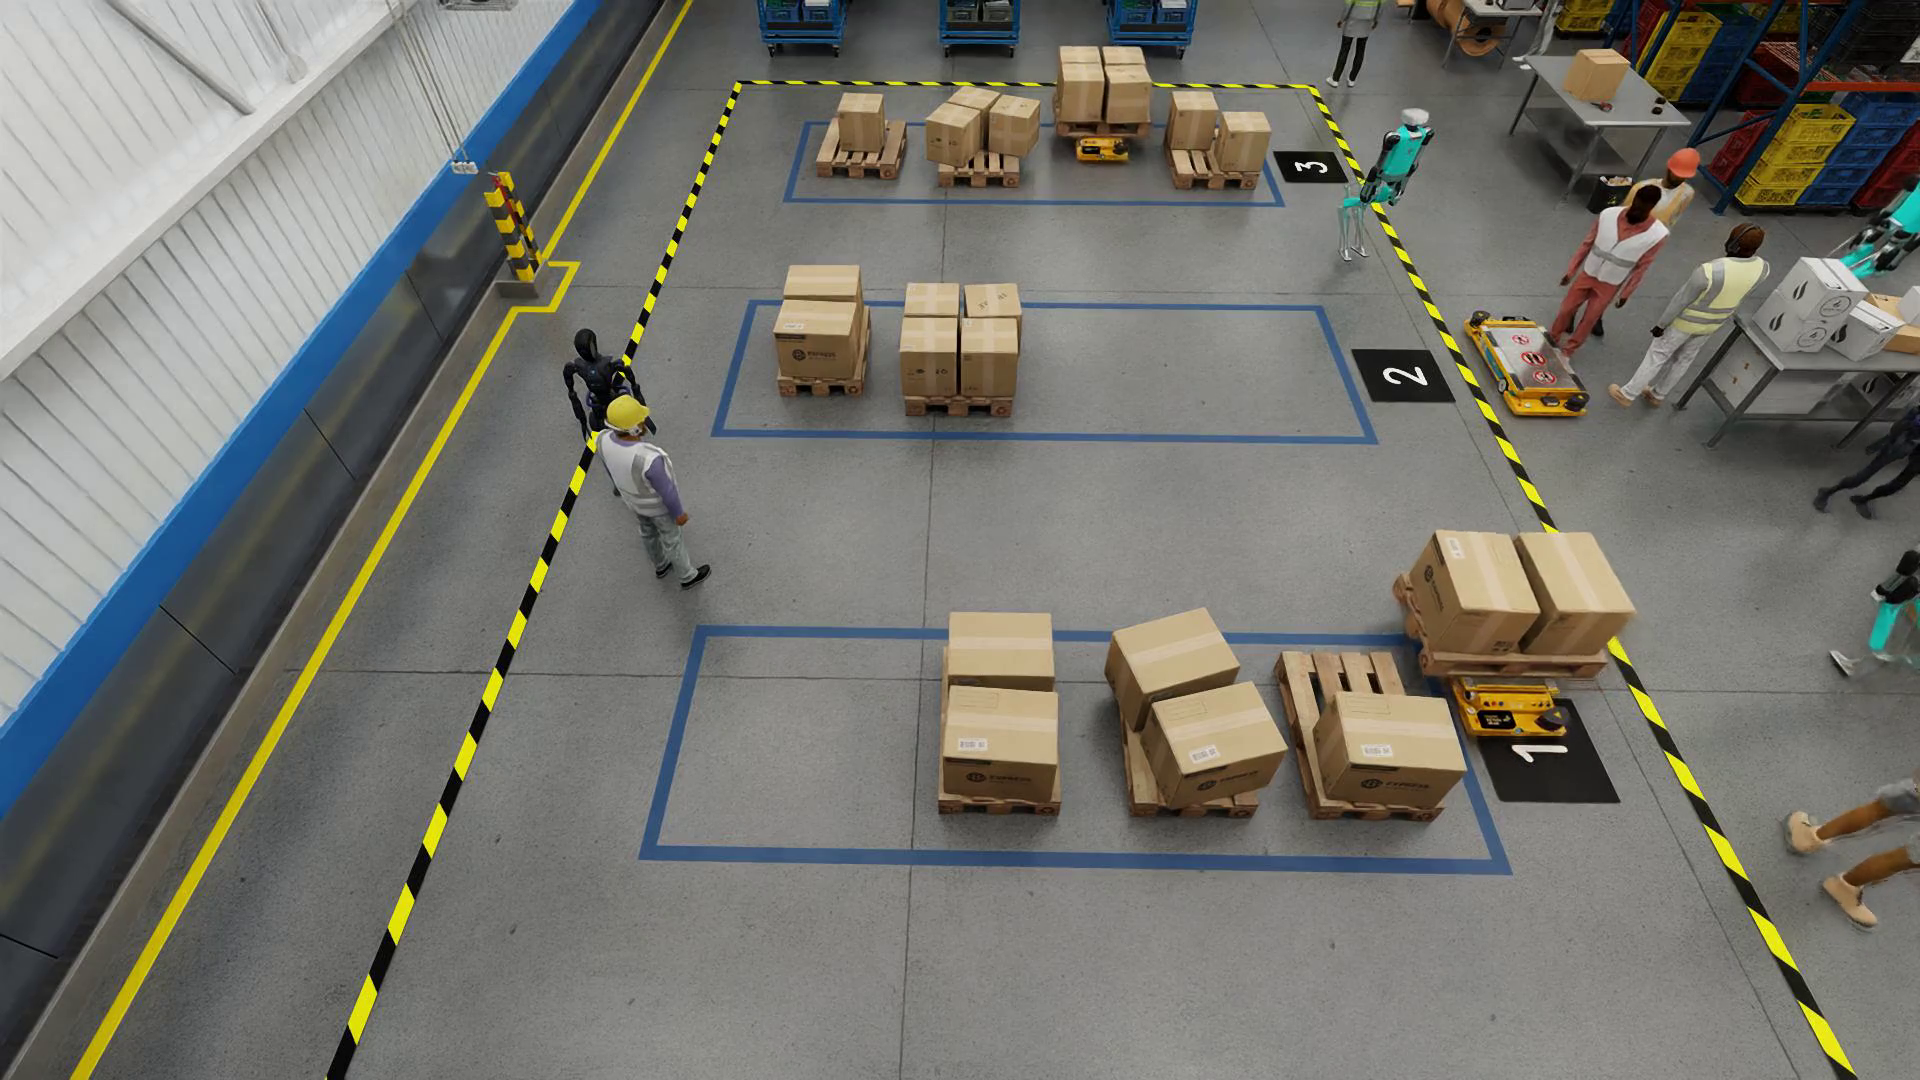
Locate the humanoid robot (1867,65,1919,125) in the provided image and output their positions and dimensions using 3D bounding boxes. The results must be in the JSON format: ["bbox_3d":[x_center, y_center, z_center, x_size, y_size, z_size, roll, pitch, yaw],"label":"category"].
[{"bbox_3d":[11.963,-5.621,11.482,0.722,1.634,0.589,7,50,6],"label":"humanoid robot"}]

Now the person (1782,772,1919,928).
[{"bbox_3d":[5.542,1.482,5.120,0.395,1.989,0.730,8,50,7],"label":"person"}]

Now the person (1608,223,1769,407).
[{"bbox_3d":[6.531,-1.960,8.197,0.622,1.837,0.429,-3,49,-3],"label":"person"}]

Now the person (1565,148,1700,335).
[{"bbox_3d":[6.534,-2.856,8.903,0.550,1.934,0.371,5,49,5],"label":"person"}]

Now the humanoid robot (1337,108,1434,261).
[{"bbox_3d":[4.431,-3.845,9.803,0.533,1.675,0.735,-13,50,-11],"label":"humanoid robot"}]

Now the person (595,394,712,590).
[{"bbox_3d":[-2.271,-0.325,6.782,0.598,1.827,0.404,24,53,19],"label":"person"}]

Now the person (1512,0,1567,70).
[{"bbox_3d":[8.617,-7.820,13.247,0.329,1.865,0.508,4,49,3],"label":"person"}]

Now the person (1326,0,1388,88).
[{"bbox_3d":[5.603,-7.329,12.831,0.587,1.851,0.387,1,49,1],"label":"person"}]

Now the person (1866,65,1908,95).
[{"bbox_3d":[13.281,-7.095,12.705,0.331,1.732,0.478,-19,52,-16],"label":"person"}]

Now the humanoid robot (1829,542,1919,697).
[{"bbox_3d":[6.552,0.513,6.194,0.543,1.895,0.763,-1,49,-1],"label":"humanoid robot"}]

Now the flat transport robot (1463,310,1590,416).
[{"bbox_3d":[5.573,-1.757,9.054,0.659,0.231,1.431,1,49,1],"label":"flat transport robot"}]

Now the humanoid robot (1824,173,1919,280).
[{"bbox_3d":[8.743,-2.785,9.002,0.899,1.817,0.556,-6,49,-5],"label":"humanoid robot"}]

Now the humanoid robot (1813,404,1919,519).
[{"bbox_3d":[7.666,-0.790,7.293,0.585,1.646,0.376,16,51,14],"label":"humanoid robot"}]

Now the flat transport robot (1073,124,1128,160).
[{"bbox_3d":[1.858,-5.530,12.301,0.652,0.197,1.431,1,49,1],"label":"flat transport robot"}]

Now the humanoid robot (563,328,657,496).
[{"bbox_3d":[-2.819,-1.022,7.476,0.599,1.657,0.315,-6,49,-5],"label":"humanoid robot"}]

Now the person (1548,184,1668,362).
[{"bbox_3d":[5.997,-2.444,8.571,0.427,1.899,0.596,-32,56,-25],"label":"person"}]

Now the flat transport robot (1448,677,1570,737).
[{"bbox_3d":[3.914,0.782,6.838,0.652,0.197,1.431,1,49,1],"label":"flat transport robot"}]
